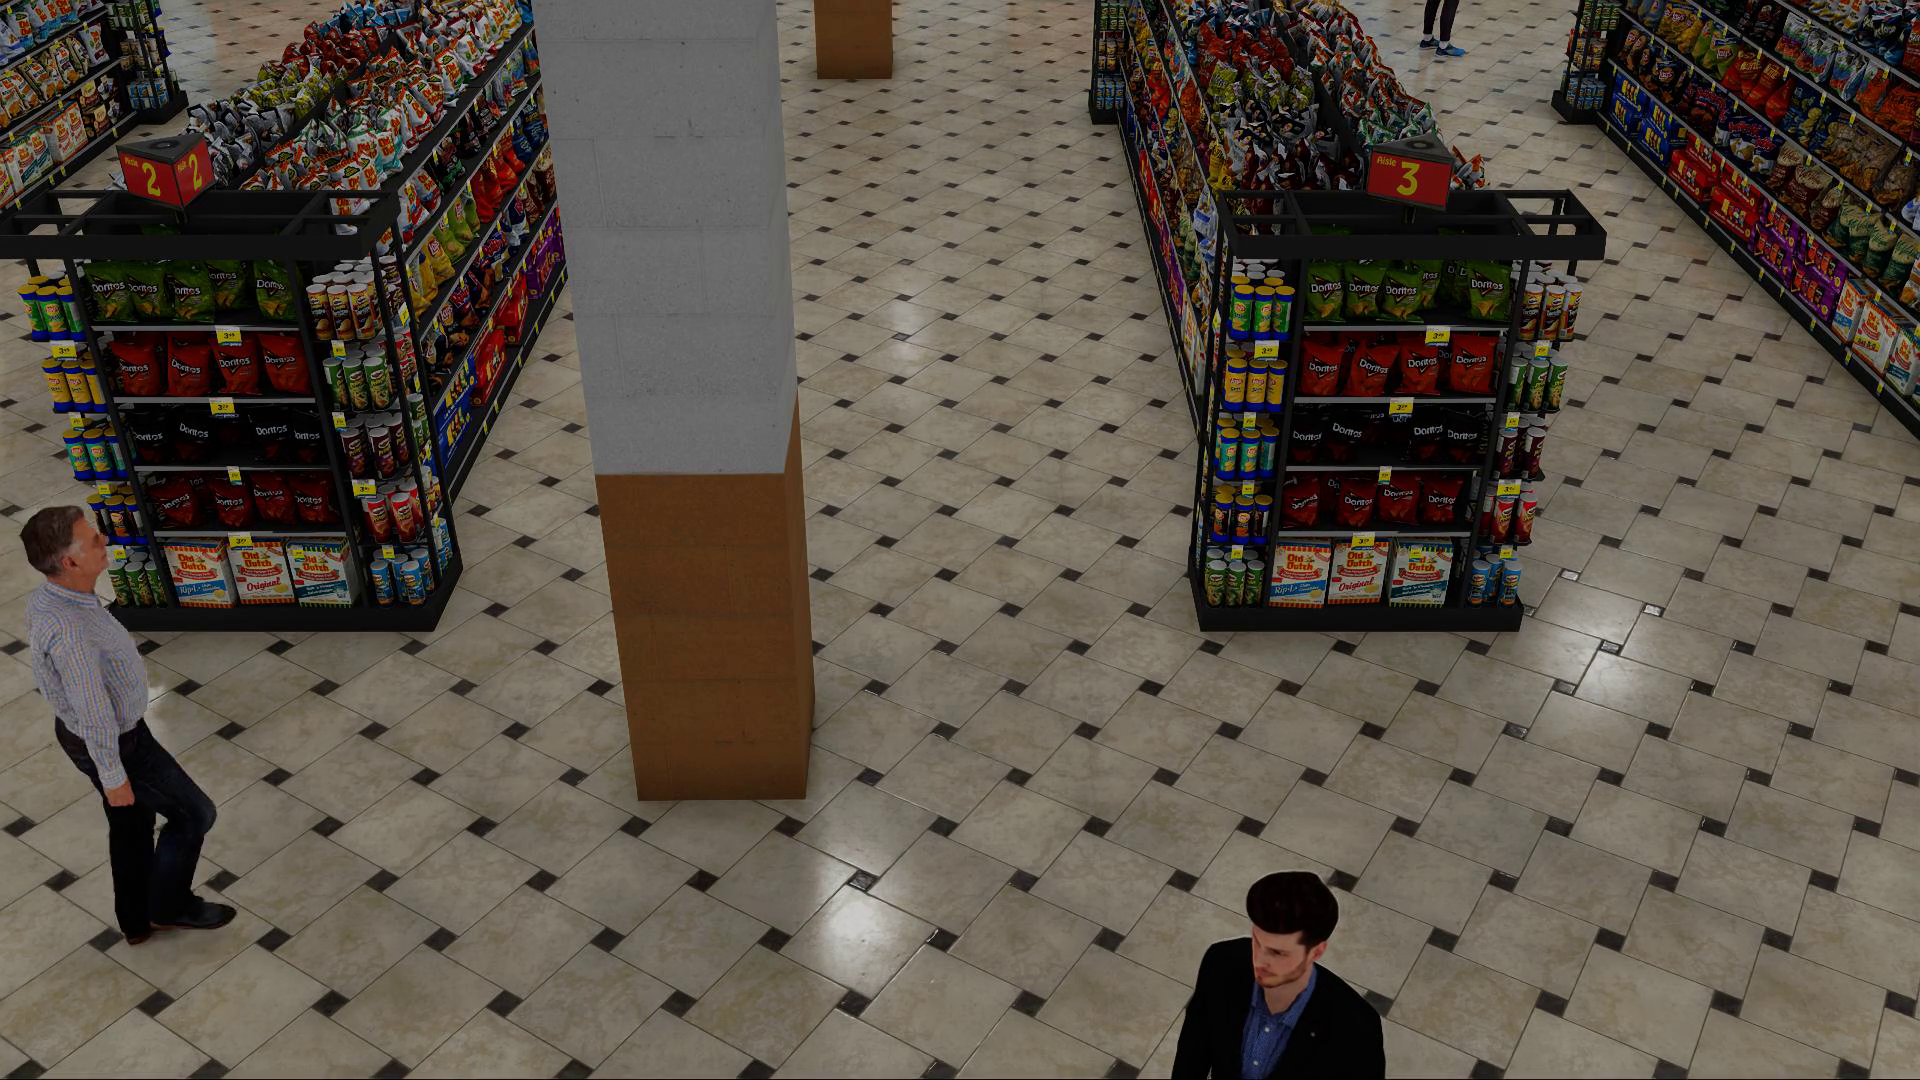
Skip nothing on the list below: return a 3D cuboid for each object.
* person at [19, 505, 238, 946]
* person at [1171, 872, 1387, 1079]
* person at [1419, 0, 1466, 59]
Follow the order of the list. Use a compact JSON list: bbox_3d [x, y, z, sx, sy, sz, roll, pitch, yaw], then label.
[{"bbox_3d":[-3.024,0.720,5.759,0.869,1.805,0.780,-20,37,-28],"label":"person"},{"bbox_3d":[0.787,1.574,4.303,0.790,1.892,0.817,22,38,31],"label":"person"},{"bbox_3d":[4.681,-5.566,15.838,0.817,1.829,0.632,-10,33,-16],"label":"person"}]
